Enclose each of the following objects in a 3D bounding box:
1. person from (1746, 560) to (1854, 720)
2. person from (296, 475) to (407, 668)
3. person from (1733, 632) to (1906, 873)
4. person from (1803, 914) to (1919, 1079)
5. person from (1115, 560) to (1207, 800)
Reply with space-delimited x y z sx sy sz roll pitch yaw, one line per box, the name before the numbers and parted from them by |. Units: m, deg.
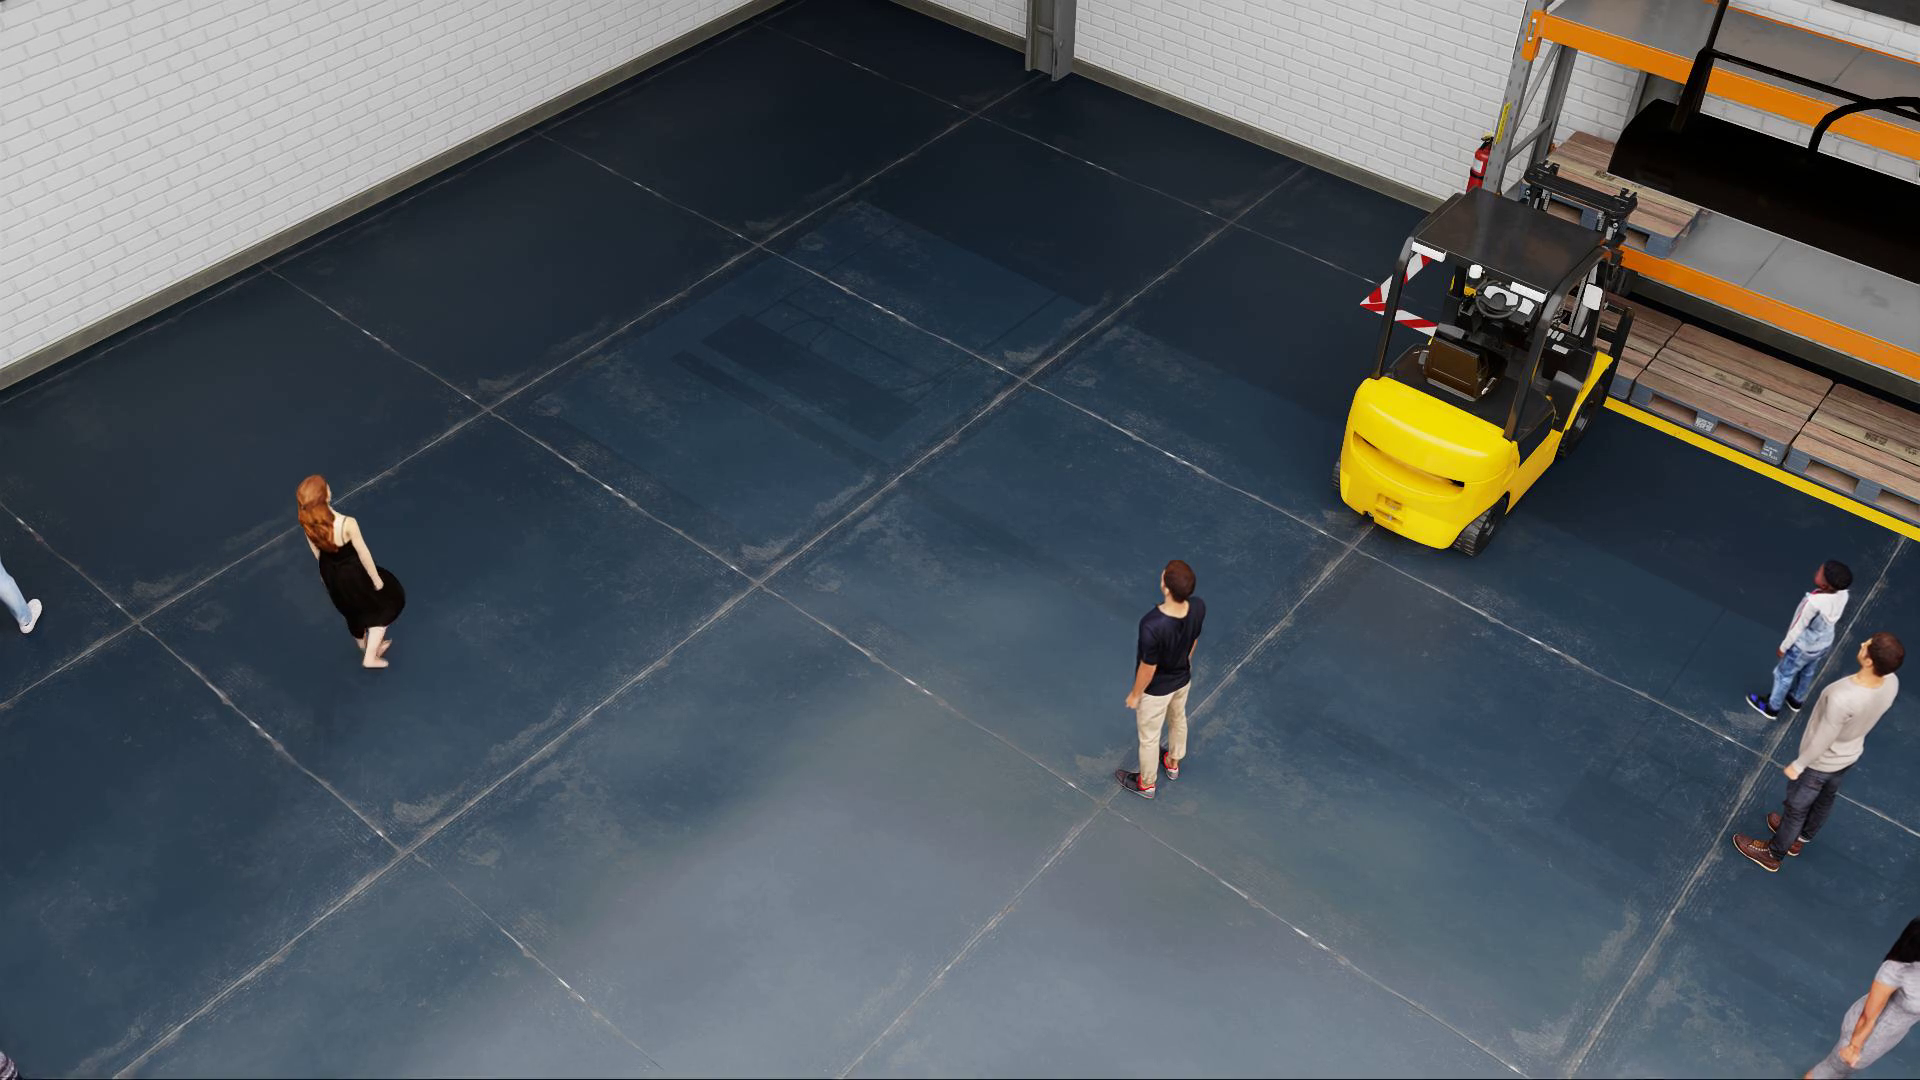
person | 5.317 0.621 10.416 0.560 1.255 0.595 -15 46 -15
person | -3.903 0.276 10.516 0.745 1.618 0.794 10 44 10
person | 4.884 1.204 9.361 0.737 1.866 0.692 -21 48 -21
person | 4.482 2.394 8.174 0.648 1.781 0.629 -21 48 -21
person | 1.204 0.821 9.769 0.674 1.859 0.575 -30 51 -28
